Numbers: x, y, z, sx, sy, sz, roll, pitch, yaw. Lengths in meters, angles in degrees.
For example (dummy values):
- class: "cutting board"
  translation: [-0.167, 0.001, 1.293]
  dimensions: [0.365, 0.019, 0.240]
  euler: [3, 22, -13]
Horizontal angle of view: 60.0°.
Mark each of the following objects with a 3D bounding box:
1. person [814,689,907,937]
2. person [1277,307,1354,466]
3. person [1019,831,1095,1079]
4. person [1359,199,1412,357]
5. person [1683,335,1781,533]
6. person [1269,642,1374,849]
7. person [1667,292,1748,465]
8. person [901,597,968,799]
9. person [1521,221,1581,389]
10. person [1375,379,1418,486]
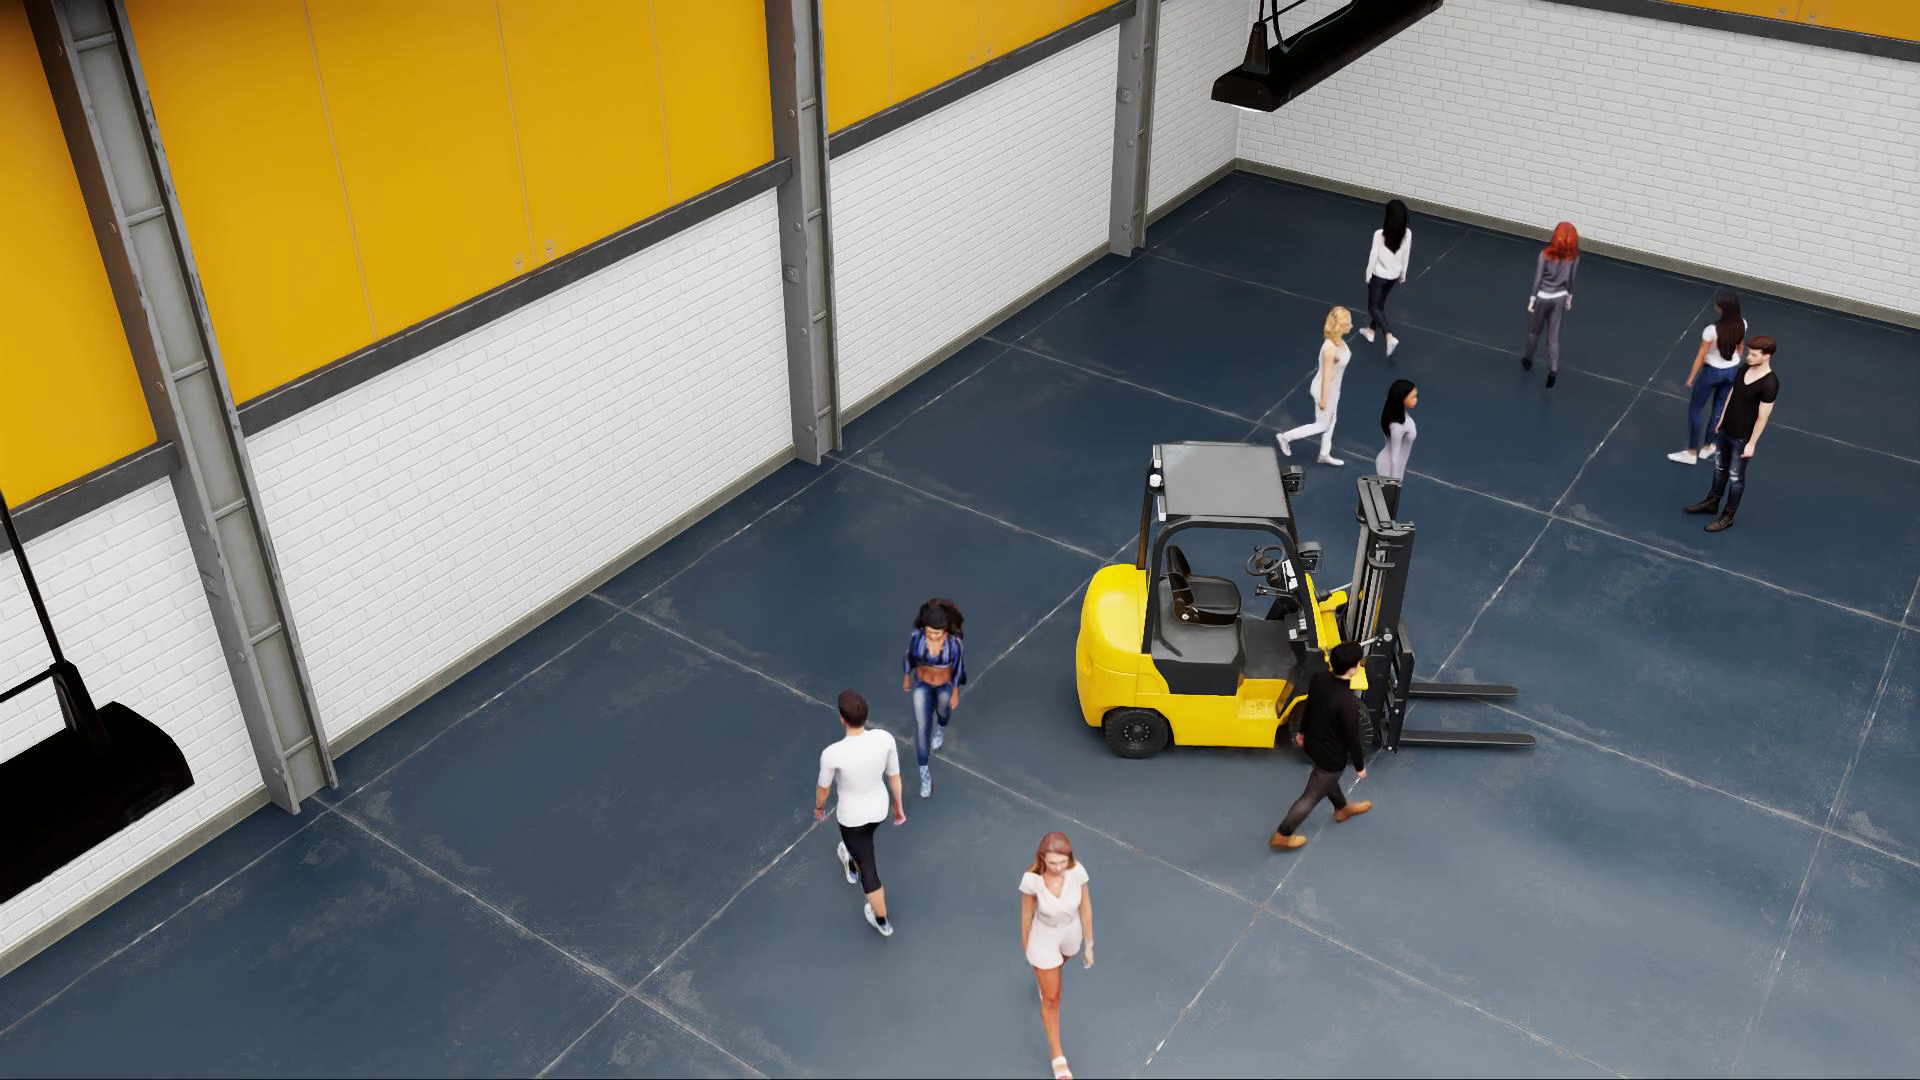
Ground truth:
- class: "person"
  translation: [-0.586, 1.806, 10.698]
  dimensions: [1.109, 1.817, 1.017]
  euler: [-18, 38, -25]
- class: "person"
  translation: [3.395, -1.449, 15.745]
  dimensions: [0.799, 1.651, 0.898]
  euler: [11, 35, 15]
- class: "person"
  translation: [0.568, 2.343, 10.041]
  dimensions: [1.110, 1.650, 1.101]
  euler: [-8, 35, -12]
- class: "person"
  translation: [4.561, -2.777, 17.717]
  dimensions: [1.049, 1.679, 1.018]
  euler: [-11, 35, -17]
- class: "person"
  translation: [6.951, -0.970, 14.804]
  dimensions: [0.796, 1.894, 0.747]
  euler: [-7, 34, -10]
- class: "person"
  translation: [2.442, 1.447, 11.357]
  dimensions: [1.184, 1.684, 1.066]
  euler: [-10, 35, -14]
- class: "person"
  translation: [7.232, -1.546, 15.795]
  dimensions: [0.792, 1.757, 0.855]
  euler: [2, 34, 4]
- class: "person"
  translation: [-0.167, 1.022, 12.098]
  dimensions: [0.985, 1.573, 1.171]
  euler: [4, 34, 5]
- class: "person"
  translation: [6.076, -2.400, 17.081]
  dimensions: [0.951, 1.756, 1.142]
  euler: [2, 34, 3]
- class: "person"
  translation: [3.705, -0.602, 14.395]
  dimensions: [0.743, 1.734, 0.614]
  euler: [5, 34, 7]
